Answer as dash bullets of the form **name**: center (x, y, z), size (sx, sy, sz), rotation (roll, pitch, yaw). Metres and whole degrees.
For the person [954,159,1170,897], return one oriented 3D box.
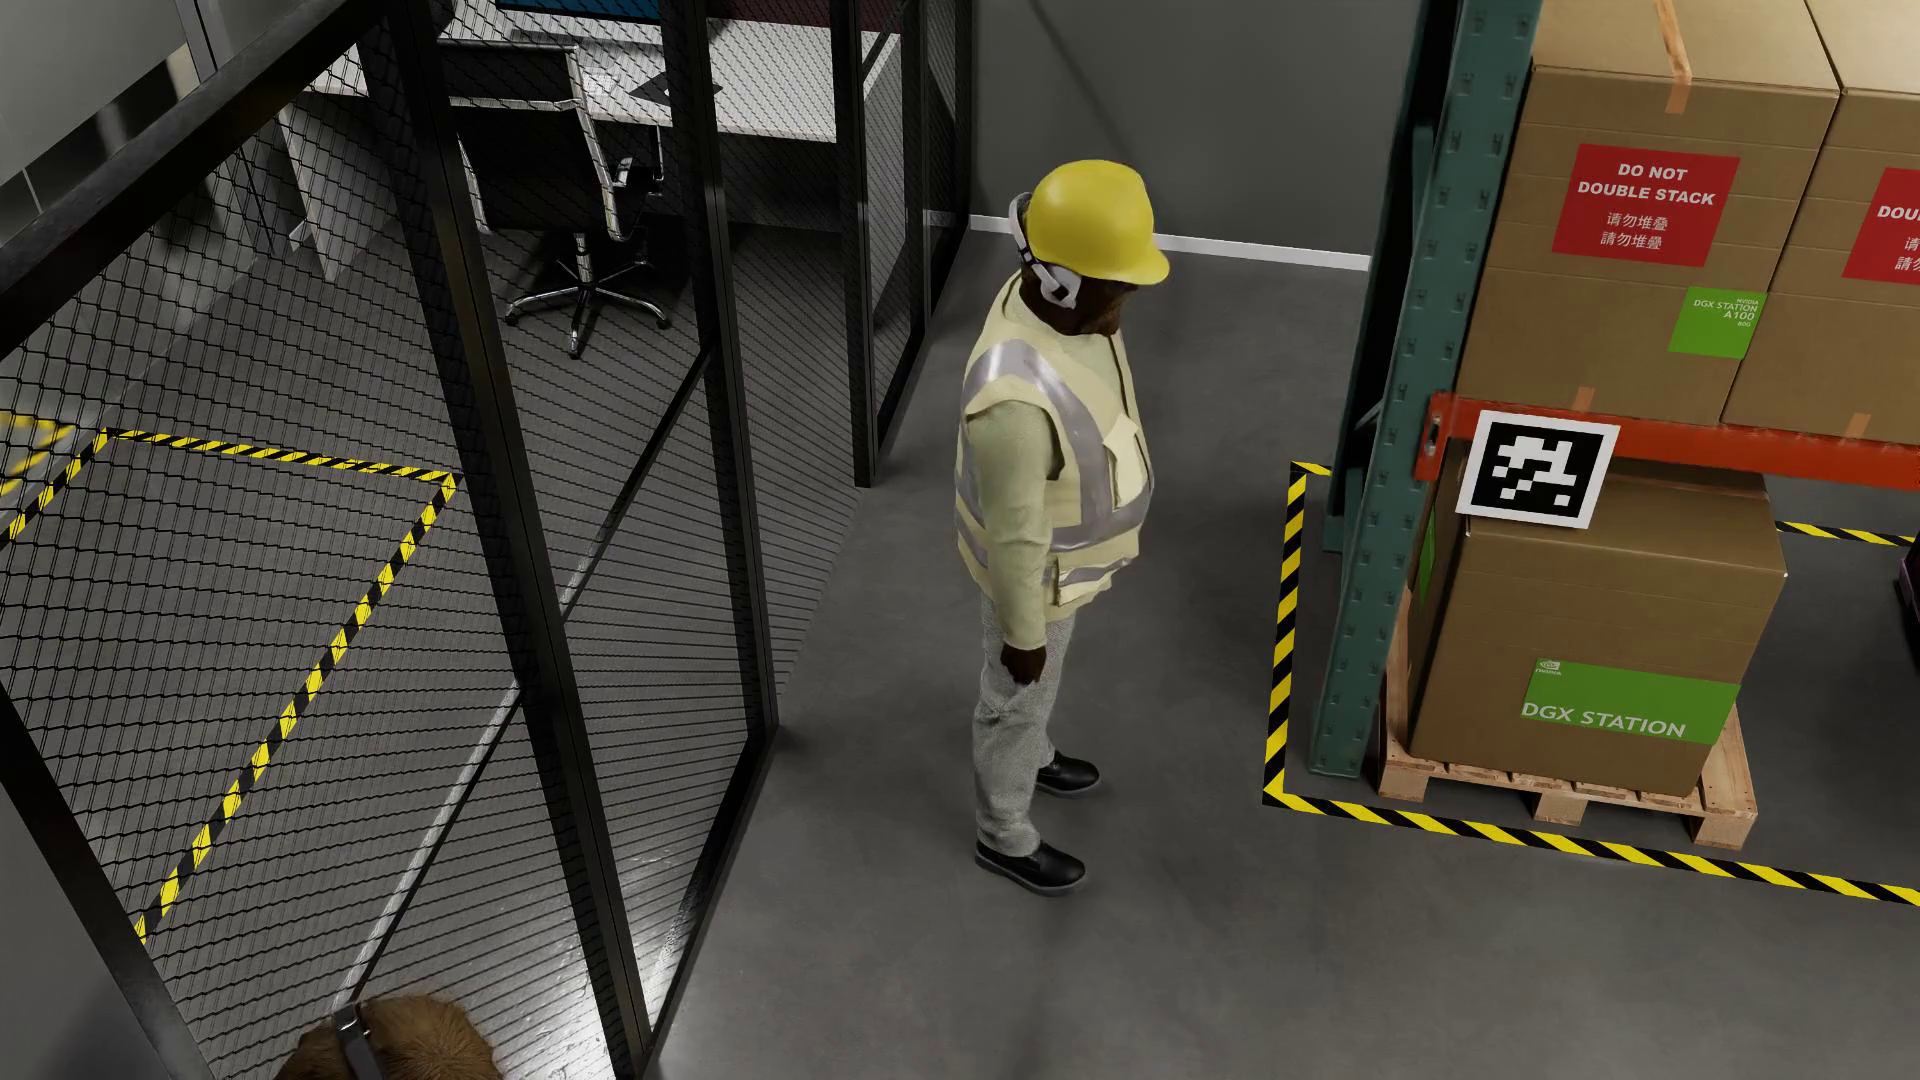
- **person**: center (0.198, 0.015, 3.568), size (0.403, 1.822, 0.594), rotation (9, 42, 10)

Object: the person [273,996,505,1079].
- **person**: center (-0.526, 1.161, 2.162), size (0.635, 1.935, 0.351), rotation (19, 44, 20)
